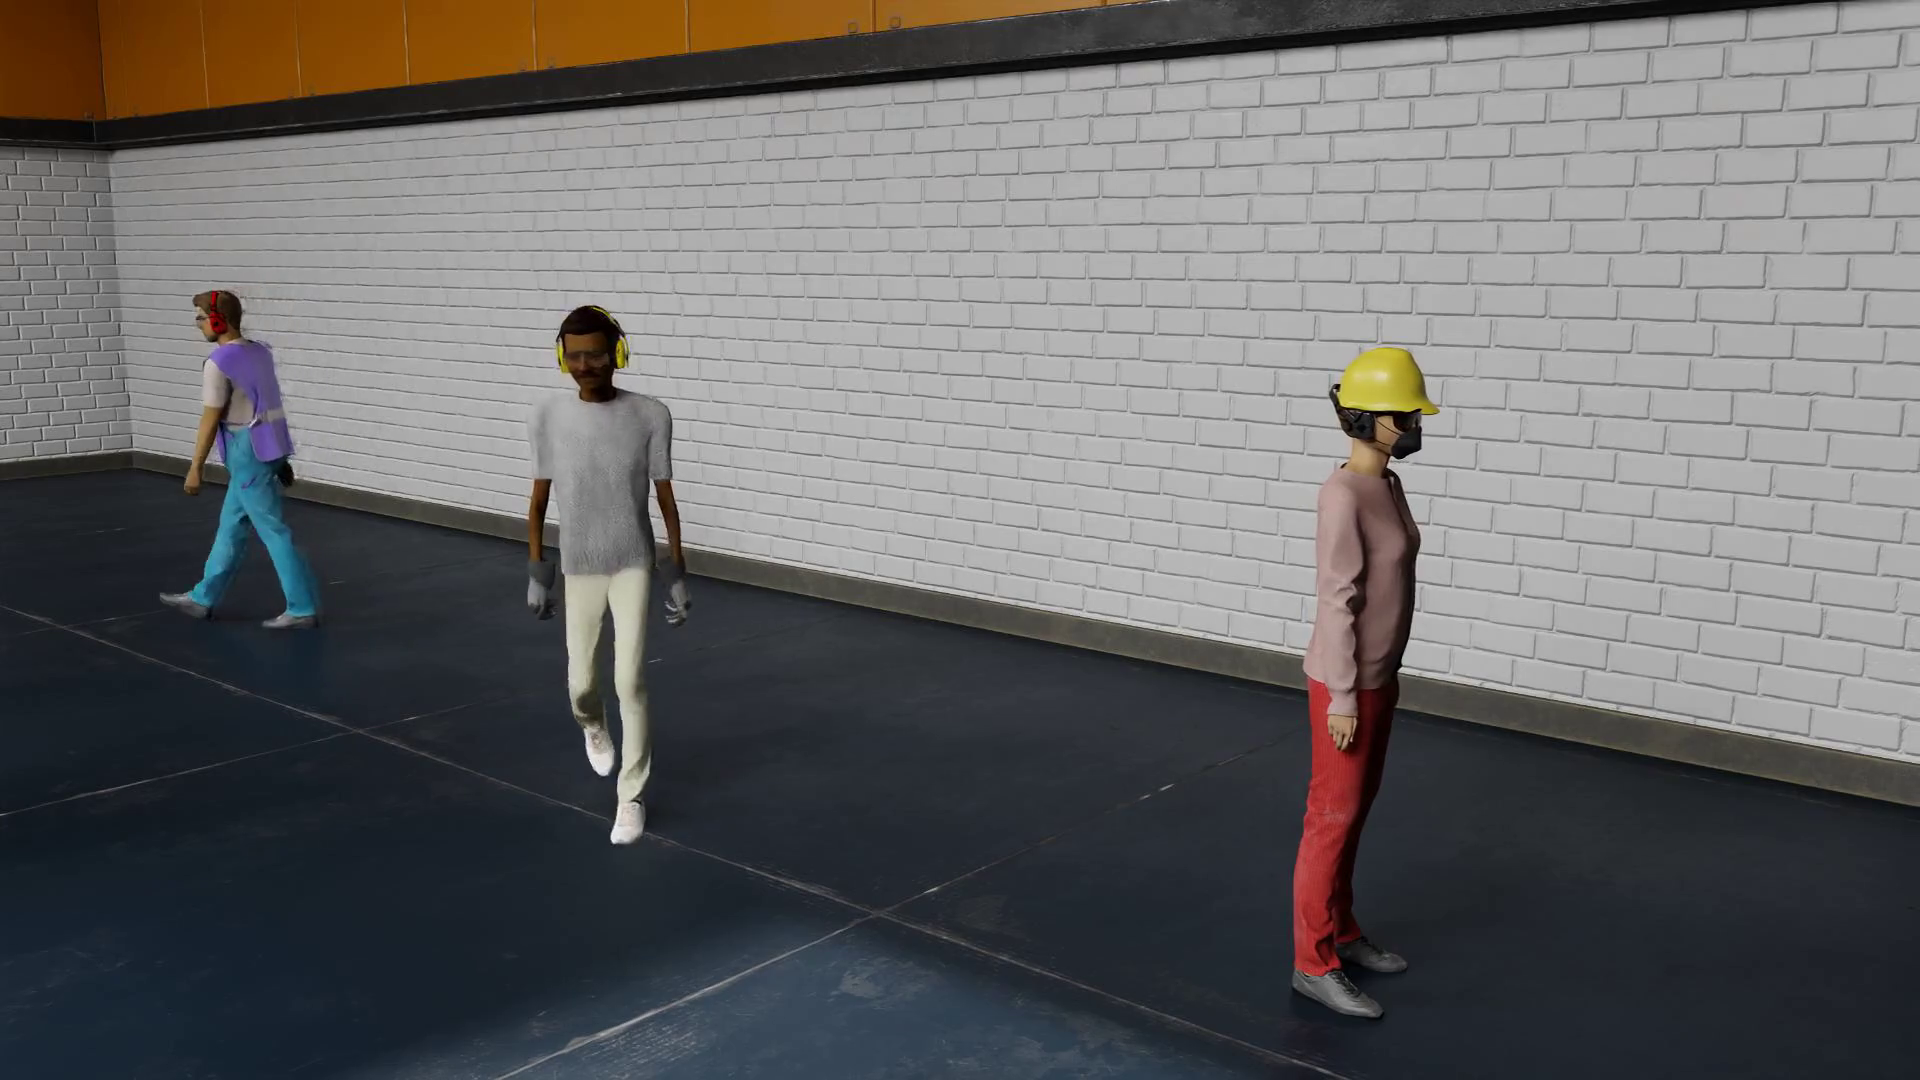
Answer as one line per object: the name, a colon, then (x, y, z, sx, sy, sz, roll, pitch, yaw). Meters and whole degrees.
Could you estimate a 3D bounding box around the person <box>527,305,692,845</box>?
person: (-1.233, 0.089, 5.863, 0.569, 1.841, 0.683, -1, 10, -6)

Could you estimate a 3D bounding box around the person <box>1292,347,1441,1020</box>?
person: (1.091, 0.371, 4.452, 0.318, 1.767, 0.534, 5, 11, 27)

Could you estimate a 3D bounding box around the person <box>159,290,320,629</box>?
person: (-3.869, -0.402, 8.759, 0.945, 1.792, 0.562, 0, 10, -2)
